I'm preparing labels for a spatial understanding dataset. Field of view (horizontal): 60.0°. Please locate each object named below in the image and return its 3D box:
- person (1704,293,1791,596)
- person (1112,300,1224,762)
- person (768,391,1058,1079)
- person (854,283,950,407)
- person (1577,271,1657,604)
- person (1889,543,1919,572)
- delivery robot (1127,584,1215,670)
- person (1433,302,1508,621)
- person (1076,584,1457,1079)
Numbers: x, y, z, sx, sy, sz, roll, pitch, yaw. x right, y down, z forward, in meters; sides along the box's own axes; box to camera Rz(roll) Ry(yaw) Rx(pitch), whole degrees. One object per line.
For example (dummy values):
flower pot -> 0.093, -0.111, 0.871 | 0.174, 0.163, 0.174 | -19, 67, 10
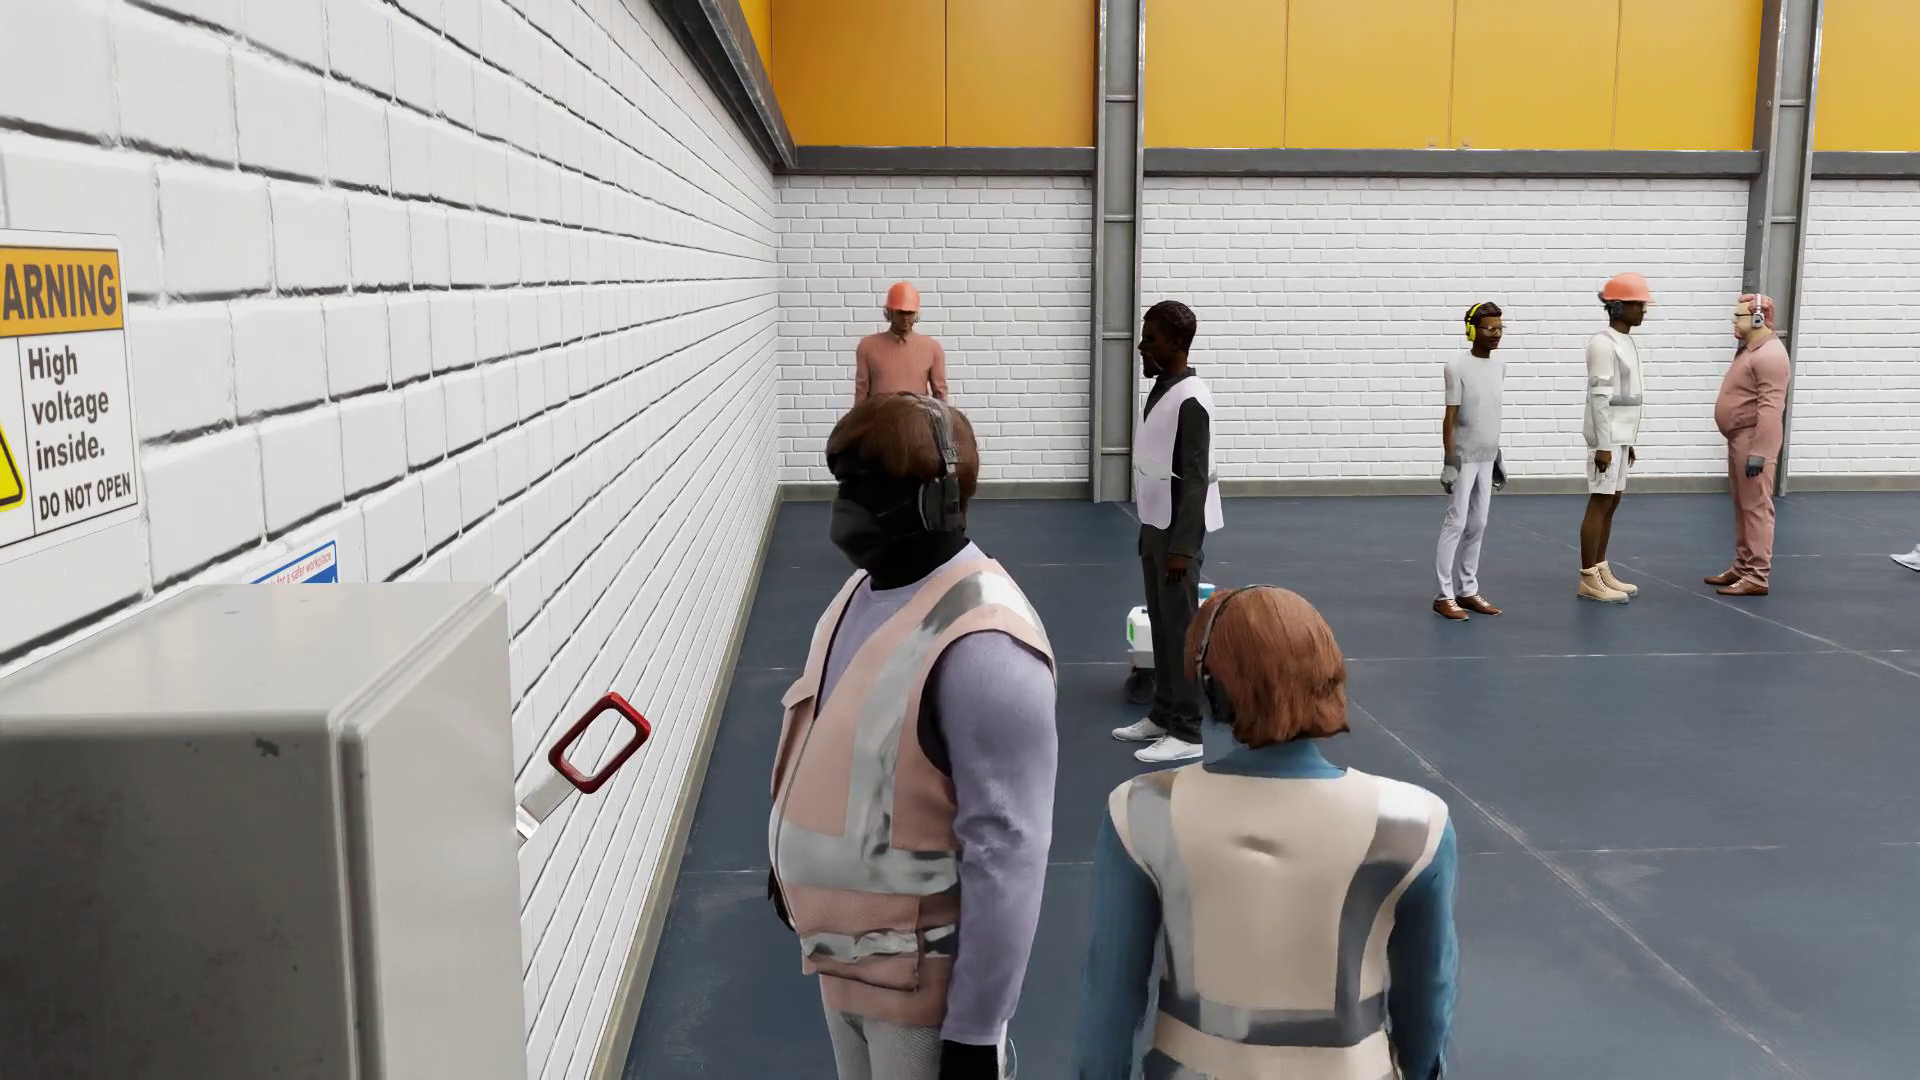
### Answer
person -> 4.988, -0.599, 10.544 | 0.399, 1.908, 0.643 | 2, 9, 15
person -> 0.890, -0.037, 6.976 | 0.391, 1.920, 0.593 | -1, 9, -9
person -> -0.093, 0.680, 2.710 | 0.429, 1.842, 0.634 | -4, 10, -23
person -> -0.378, -0.713, 11.060 | 0.640, 1.958, 0.903 | -1, 9, -6
person -> 4.078, -0.636, 10.342 | 0.371, 2.046, 0.606 | 6, 11, 34
person -> 6.810, -0.585, 11.122 | 0.939, 1.689, 0.497 | -1, 9, -5
delivery robot -> 1.150, 0.452, 7.879 | 0.707, 0.478, 0.477 | 2, 9, 12
person -> 3.039, -0.465, 9.816 | 0.526, 1.869, 0.315 | -6, 11, -34
person -> 0.423, 0.857, 2.372 | 0.502, 1.595, 0.792 | 3, 10, 18
